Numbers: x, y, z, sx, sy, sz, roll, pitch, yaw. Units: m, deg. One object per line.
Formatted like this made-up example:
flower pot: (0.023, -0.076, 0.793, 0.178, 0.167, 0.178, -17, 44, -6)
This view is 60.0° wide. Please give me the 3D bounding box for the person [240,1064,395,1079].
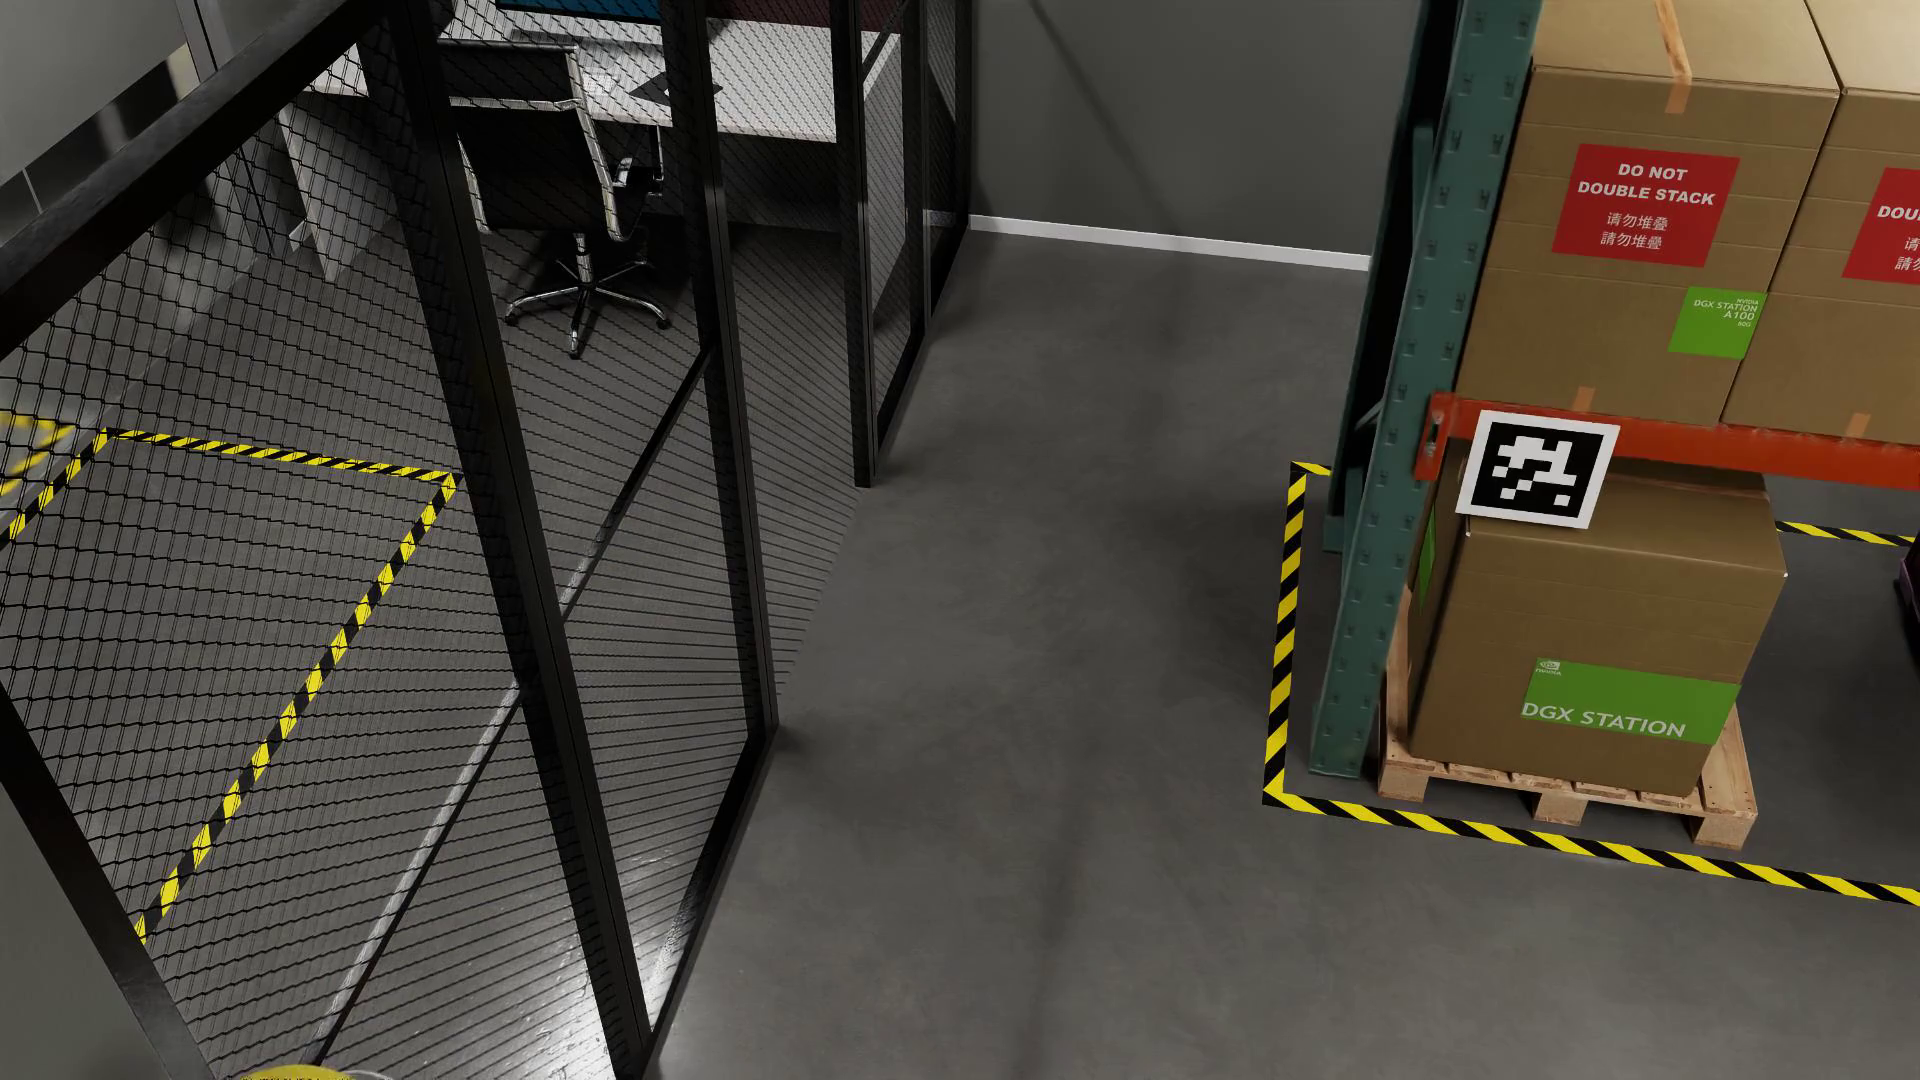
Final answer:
person: (-0.663, 1.227, 2.164, 0.591, 1.834, 0.404, 14, 43, 15)
